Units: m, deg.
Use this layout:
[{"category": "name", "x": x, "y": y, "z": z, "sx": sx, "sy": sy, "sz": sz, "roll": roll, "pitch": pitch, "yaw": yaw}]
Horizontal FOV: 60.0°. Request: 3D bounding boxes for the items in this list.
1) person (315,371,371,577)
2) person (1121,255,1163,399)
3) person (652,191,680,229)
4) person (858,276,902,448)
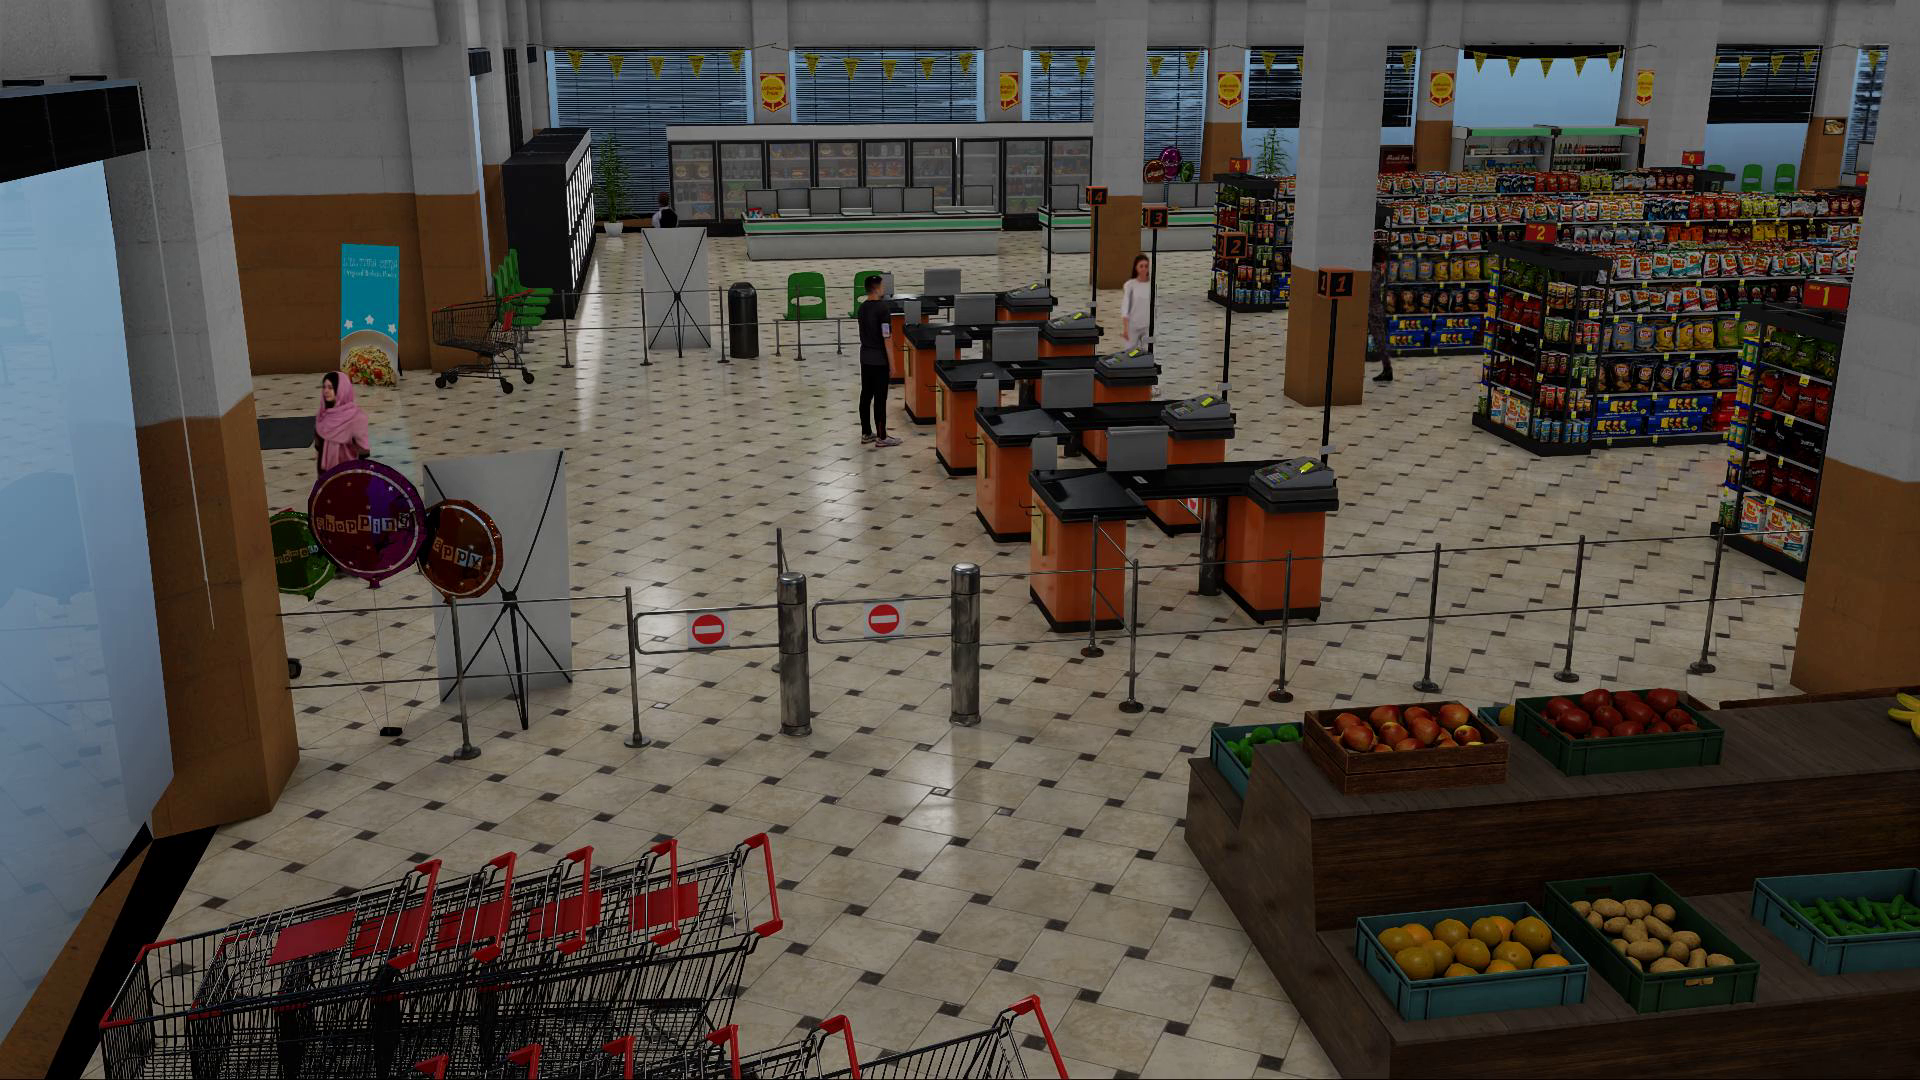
[{"category": "person", "x": -4.847, "y": -0.531, "z": 13.096, "sx": 0.708, "sy": 1.638, "sz": 0.821, "roll": 6, "pitch": 18, "yaw": 18}, {"category": "person", "x": 2.076, "y": -2.513, "z": 19.581, "sx": 0.899, "sy": 1.663, "sz": 0.765, "roll": -5, "pitch": 18, "yaw": -17}, {"category": "person", "x": -4.559, "y": -4.499, "z": 25.833, "sx": 0.793, "sy": 1.830, "sz": 0.714, "roll": 13, "pitch": 21, "yaw": 37}, {"category": "person", "x": -0.883, "y": -1.858, "z": 17.249, "sx": 0.726, "sy": 1.764, "sz": 0.720, "roll": -14, "pitch": 22, "yaw": -39}]
